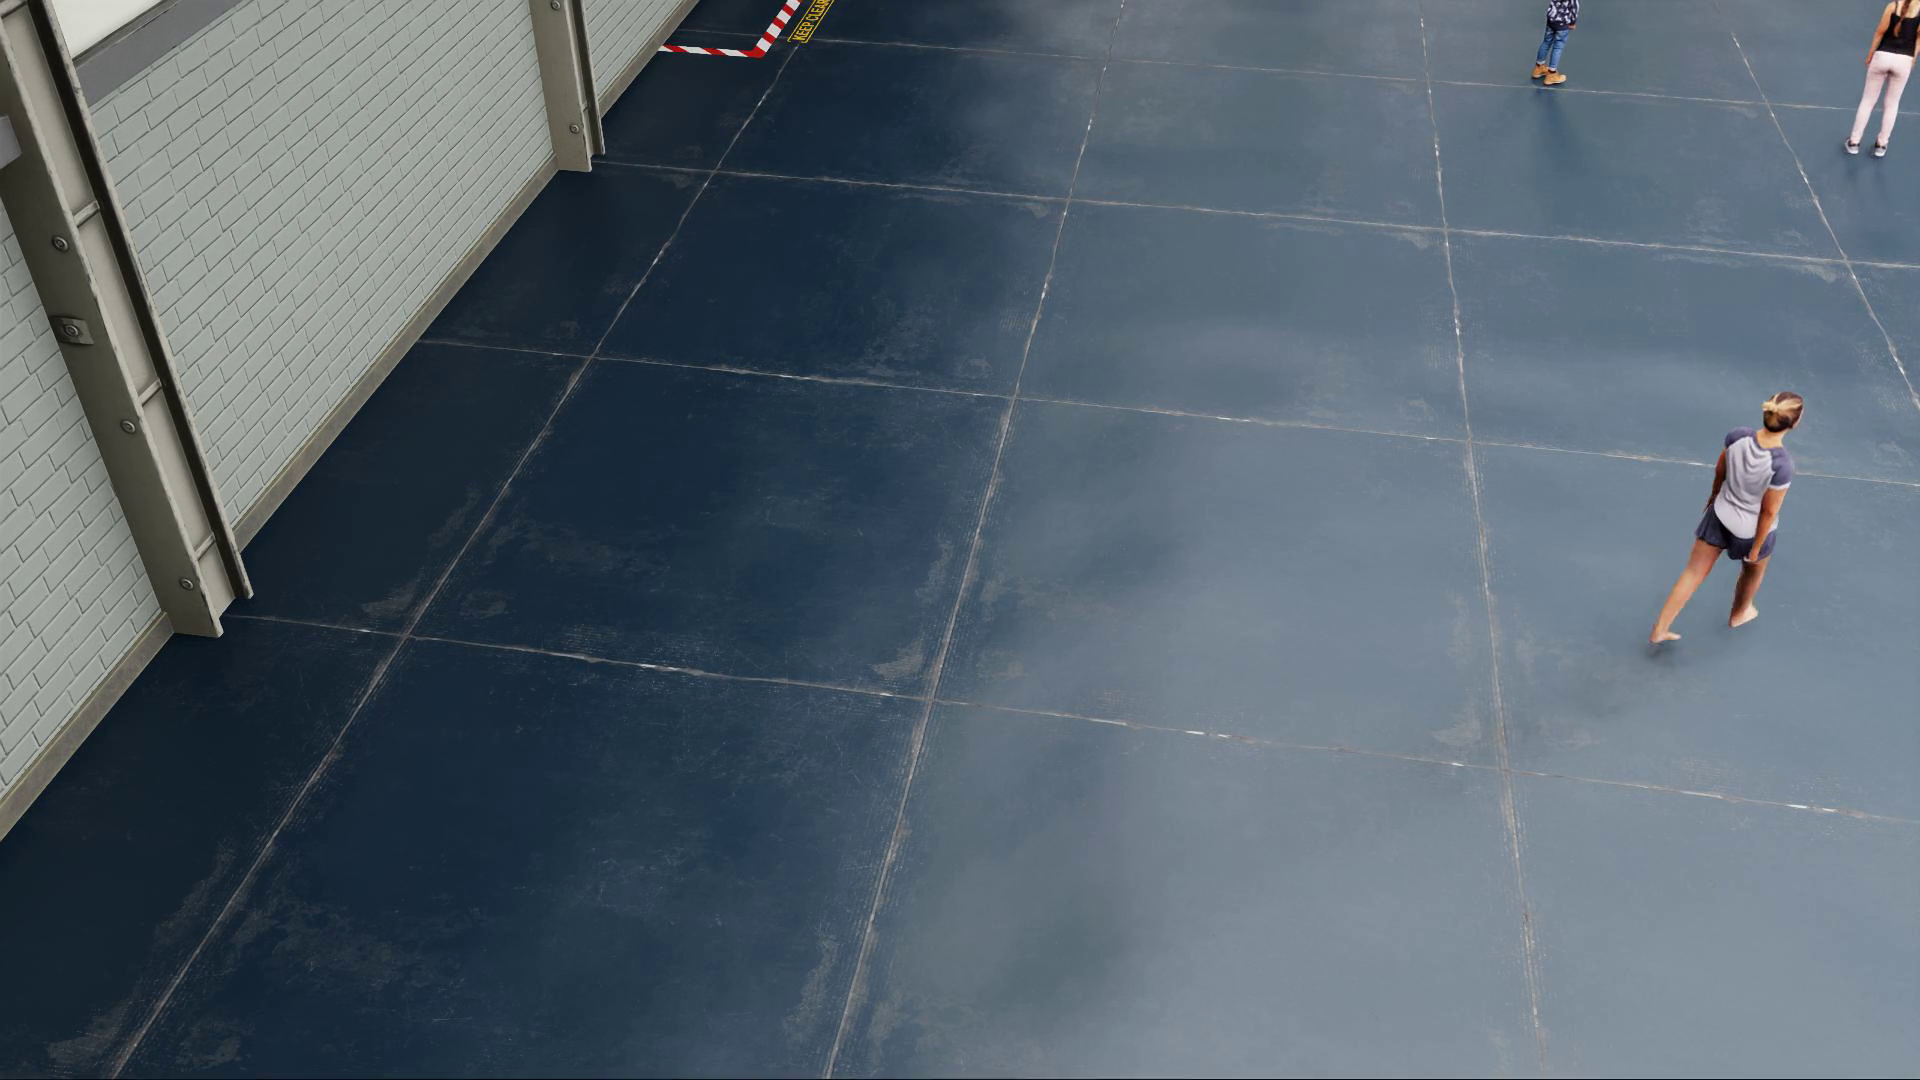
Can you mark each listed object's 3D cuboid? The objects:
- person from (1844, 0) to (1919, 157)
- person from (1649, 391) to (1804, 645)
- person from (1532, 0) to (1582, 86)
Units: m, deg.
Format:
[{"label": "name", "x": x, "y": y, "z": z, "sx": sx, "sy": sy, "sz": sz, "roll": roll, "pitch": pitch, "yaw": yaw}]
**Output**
[{"label": "person", "x": 7.733, "y": -3.962, "z": 13.807, "sx": 0.600, "sy": 1.563, "sz": 0.604, "roll": 16, "pitch": 41, "yaw": 20}, {"label": "person", "x": 4.067, "y": -0.060, "z": 8.801, "sx": 1.038, "sy": 1.586, "sz": 0.990, "roll": -22, "pitch": 43, "yaw": -26}, {"label": "person", "x": 5.466, "y": -4.787, "z": 15.118, "sx": 0.622, "sy": 1.247, "sz": 0.535, "roll": -14, "pitch": 40, "yaw": -17}]
